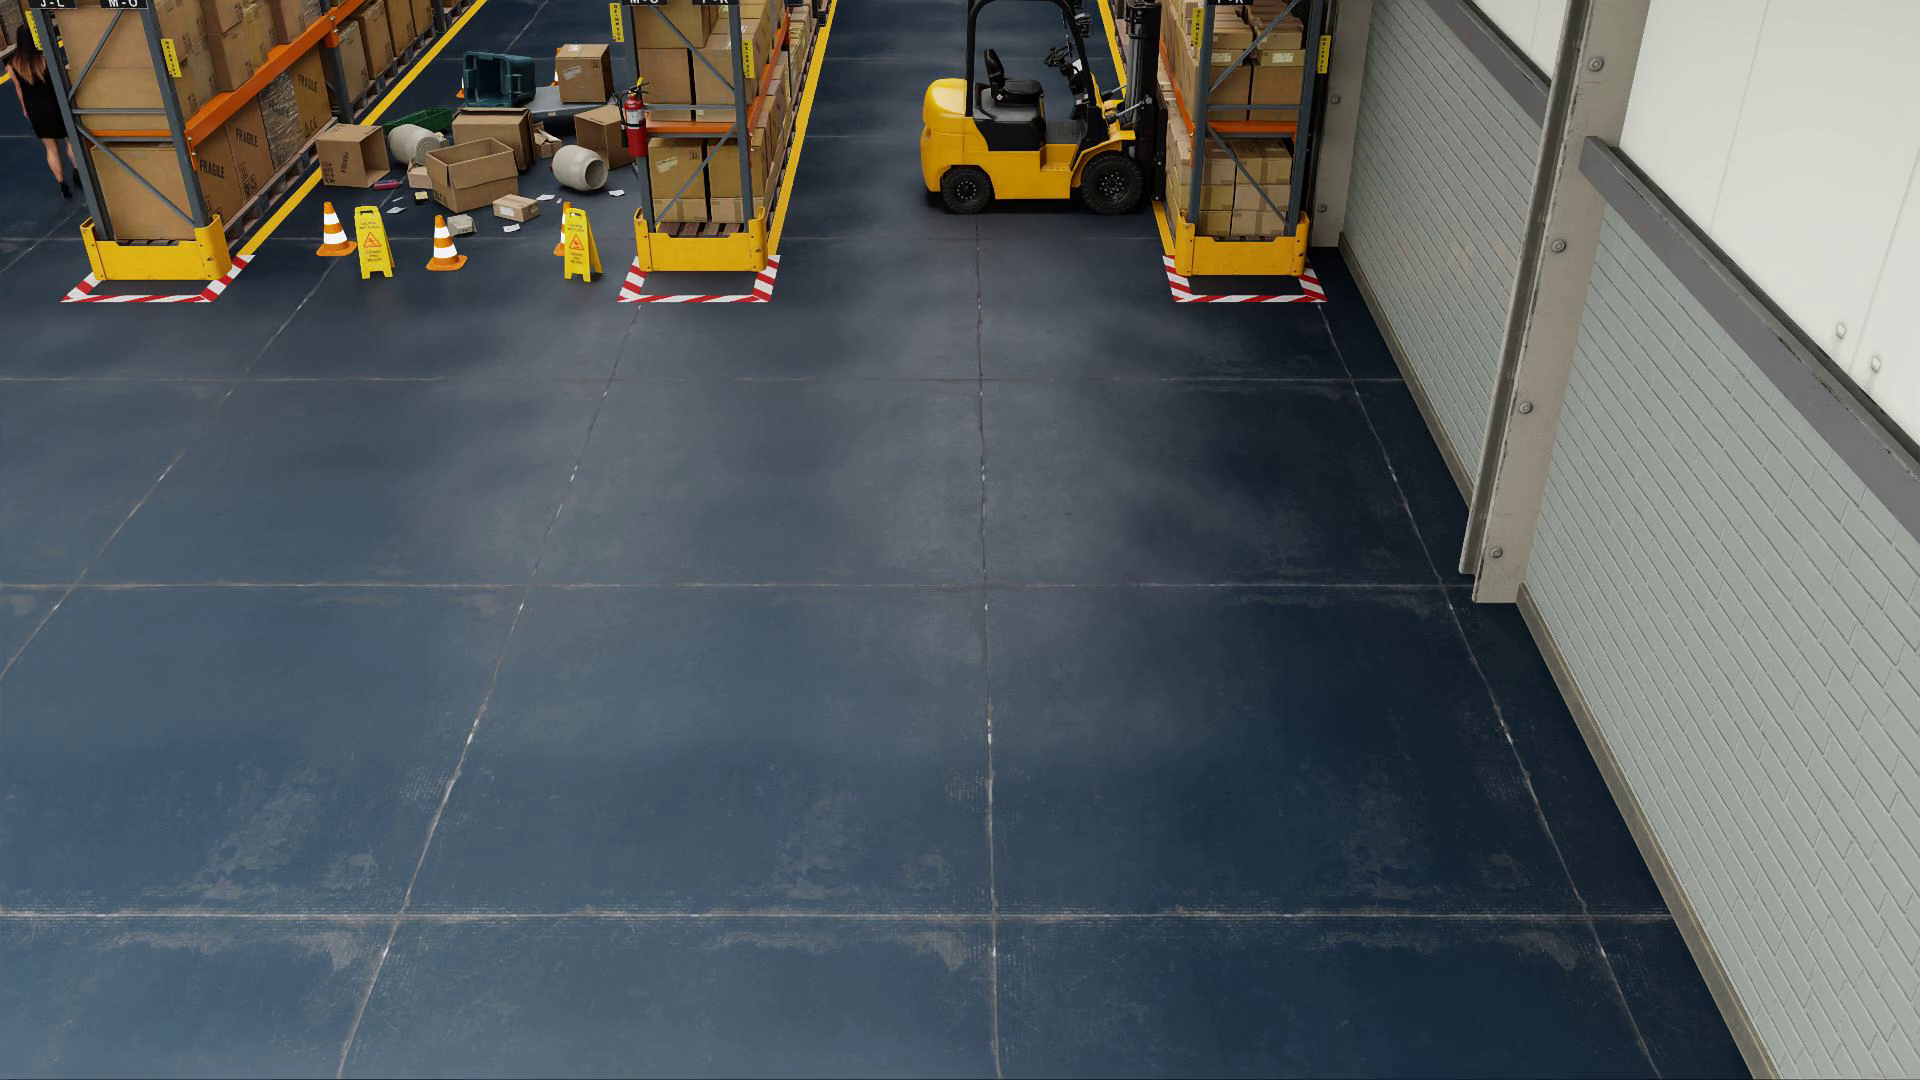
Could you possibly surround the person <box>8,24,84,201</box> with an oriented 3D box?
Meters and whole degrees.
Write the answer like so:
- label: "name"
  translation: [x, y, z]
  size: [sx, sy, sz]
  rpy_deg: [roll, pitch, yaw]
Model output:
- label: "person"
  translation: [-9.025, -4.187, 16.453]
  size: [0.740, 1.696, 0.753]
  rpy_deg: [-11, 34, -17]
